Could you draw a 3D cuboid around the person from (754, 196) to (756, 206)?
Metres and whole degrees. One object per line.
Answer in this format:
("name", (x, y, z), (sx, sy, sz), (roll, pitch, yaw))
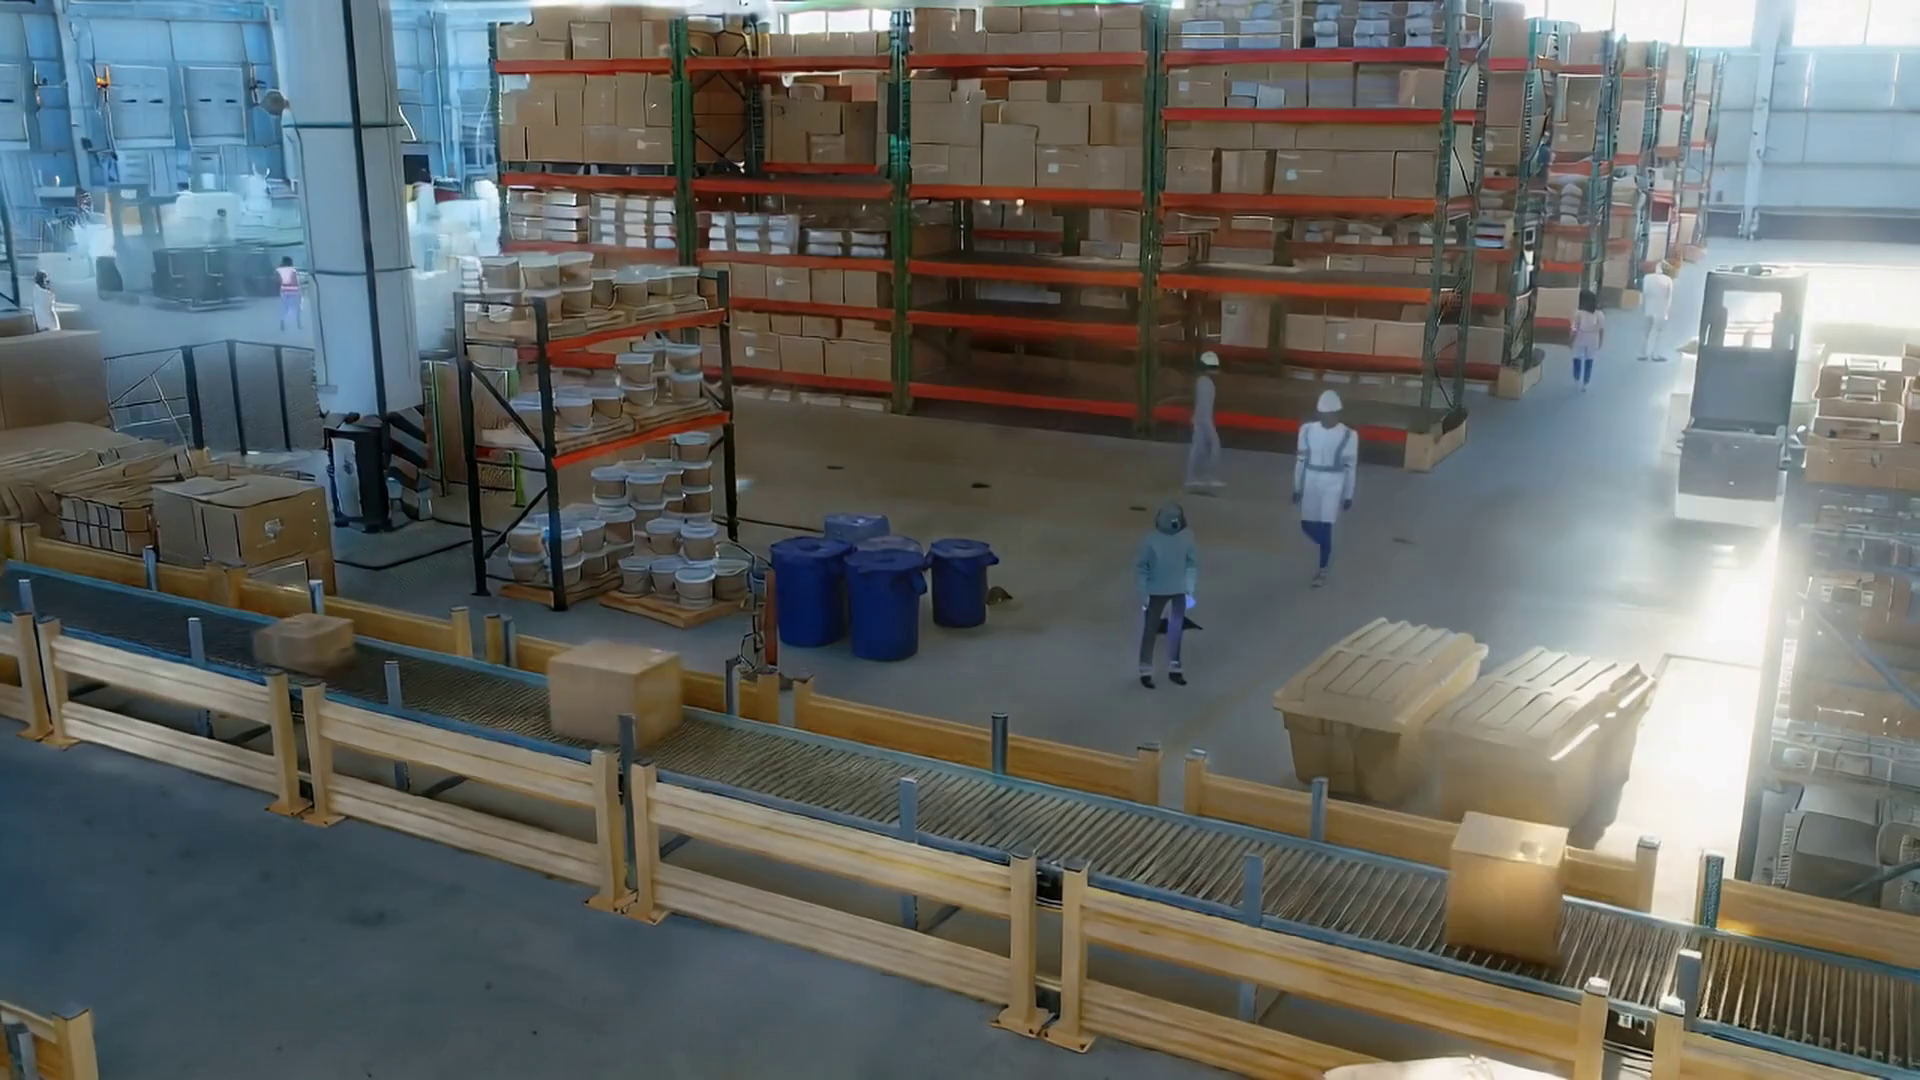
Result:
("person", (-6.434, -9.975, 52.655), (0.642, 1.798, 0.912), (3, 15, 11))

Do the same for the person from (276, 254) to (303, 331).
("person", (-14.174, -5.218, 35.124), (0.523, 1.616, 0.658), (0, 15, 1))

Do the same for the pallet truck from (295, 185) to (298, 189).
("pallet truck", (-26.804, -14.617, 69.738), (1.885, 1.965, 0.823), (-14, 20, -42))

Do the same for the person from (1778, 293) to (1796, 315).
("person", (15.638, -4.245, 31.466), (0.286, 1.626, 0.496), (4, 15, 15))

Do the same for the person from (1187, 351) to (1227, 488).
("person", (3.163, -1.508, 20.921), (0.621, 1.742, 0.554), (-1, 15, -2))

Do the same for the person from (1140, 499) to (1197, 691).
("person", (1.722, 0.450, 13.817), (0.497, 1.625, 0.287), (-5, 16, -18))

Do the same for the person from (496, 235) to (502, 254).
("person", (-9.972, -5.798, 36.779), (0.780, 1.900, 0.589), (-10, 18, -32))

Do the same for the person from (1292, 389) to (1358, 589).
("person", (3.697, -0.550, 16.811), (0.630, 2.024, 0.666), (9, 17, 30))

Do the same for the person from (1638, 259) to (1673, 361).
("person", (13.053, -4.306, 31.176), (0.400, 1.899, 0.649), (-8, 17, -28))

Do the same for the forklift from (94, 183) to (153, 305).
("forklift", (-19.802, -7.118, 39.859), (1.873, 2.768, 1.129), (8, 17, 28))

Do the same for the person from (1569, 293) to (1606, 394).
("person", (10.387, -3.244, 27.575), (0.558, 1.672, 0.621), (6, 16, 22))

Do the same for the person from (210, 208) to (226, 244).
("person", (-20.899, -8.437, 46.916), (0.883, 1.784, 0.634), (-6, 16, -23))

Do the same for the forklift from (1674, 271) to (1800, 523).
("forklift", (9.269, -1.763, 19.726), (1.129, 2.768, 1.873), (8, 17, 27))

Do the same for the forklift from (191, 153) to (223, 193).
("forklift", (-27.850, -12.924, 61.683), (1.873, 2.768, 1.129), (8, 17, 28))

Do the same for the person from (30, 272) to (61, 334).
("person", (-15.988, -3.760, 29.160), (0.520, 1.877, 0.326), (4, 15, 14))

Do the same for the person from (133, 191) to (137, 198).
("person", (-26.150, -10.149, 53.056), (0.630, 1.940, 0.372), (-4, 15, -15))
